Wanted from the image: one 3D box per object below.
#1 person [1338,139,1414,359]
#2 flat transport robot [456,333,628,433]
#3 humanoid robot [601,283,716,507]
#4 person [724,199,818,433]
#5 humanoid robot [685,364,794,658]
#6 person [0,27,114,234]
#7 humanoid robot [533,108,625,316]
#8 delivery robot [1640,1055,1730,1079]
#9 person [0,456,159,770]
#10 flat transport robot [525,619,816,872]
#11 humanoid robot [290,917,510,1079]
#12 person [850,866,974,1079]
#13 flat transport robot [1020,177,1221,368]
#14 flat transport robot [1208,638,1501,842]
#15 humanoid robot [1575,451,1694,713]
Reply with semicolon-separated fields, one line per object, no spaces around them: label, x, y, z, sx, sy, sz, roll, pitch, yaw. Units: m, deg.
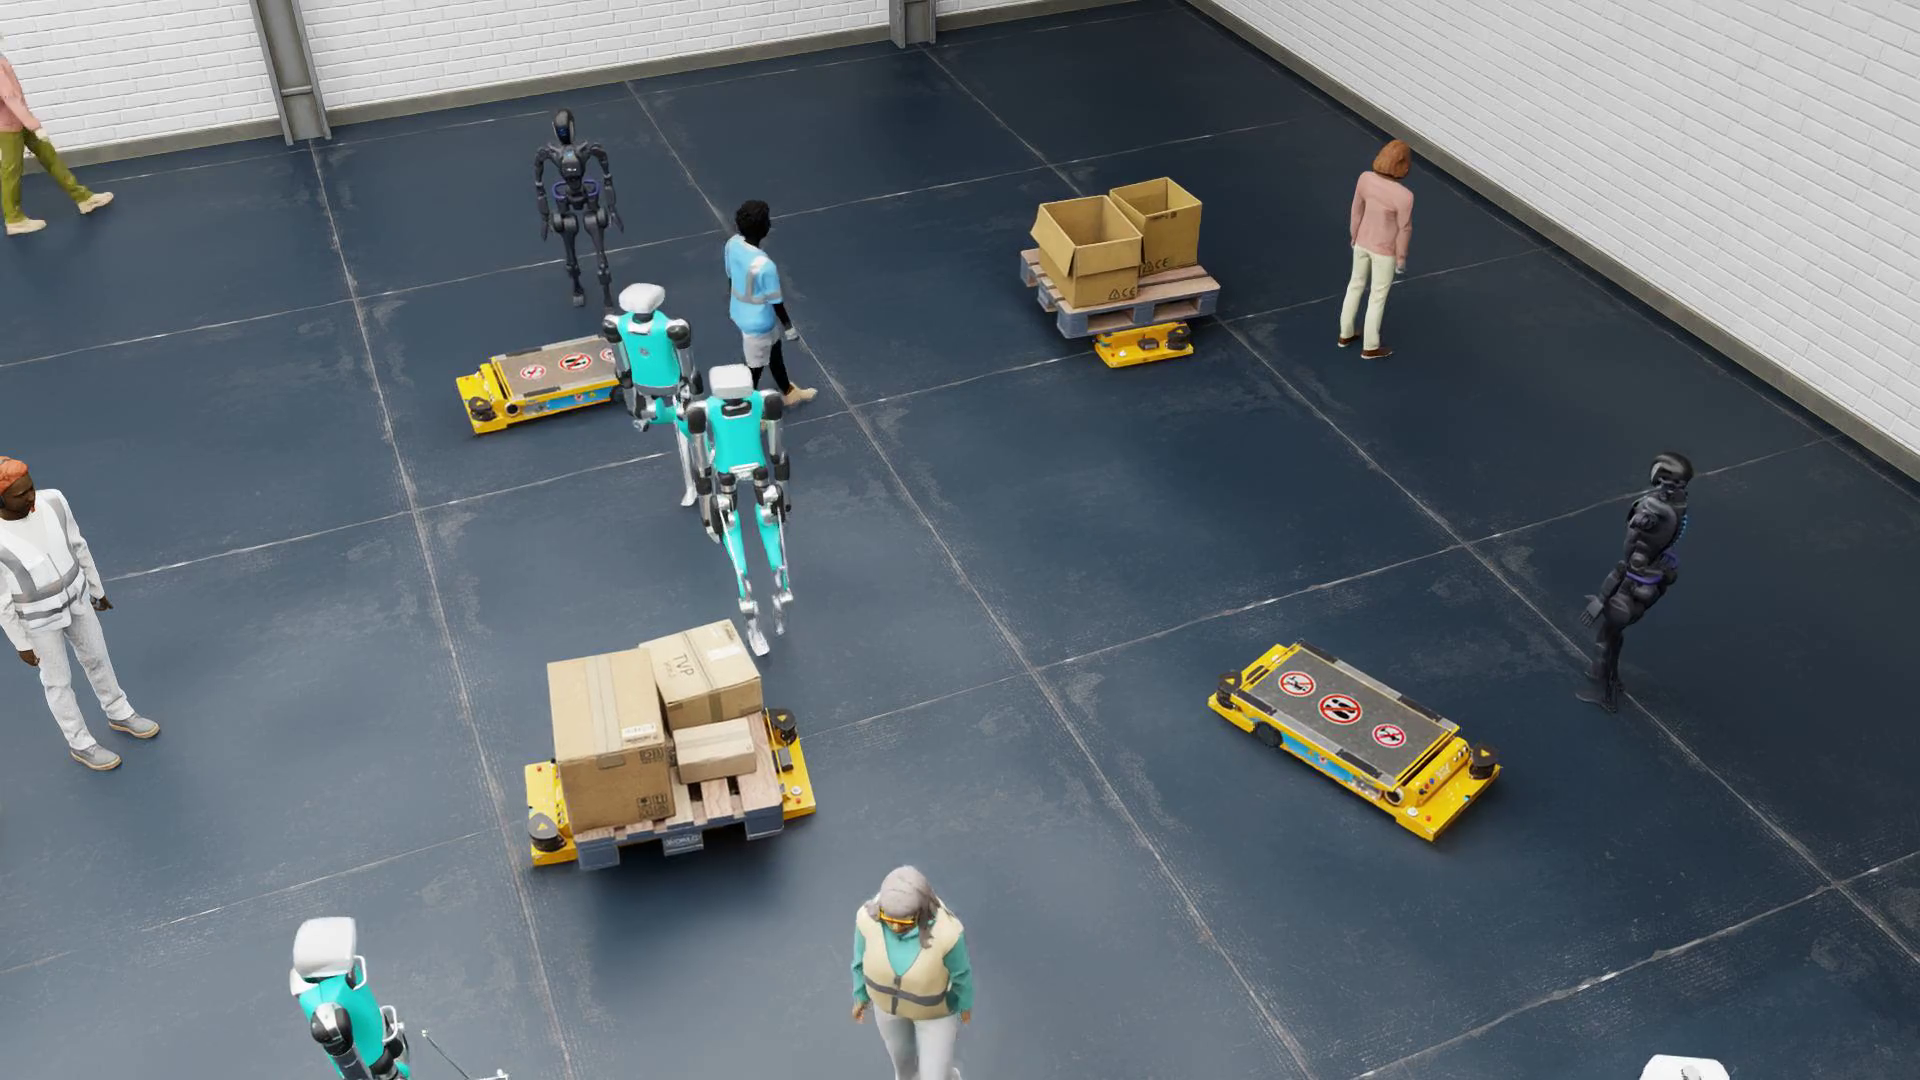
person;2.977;-2.071;11.847;0.264;1.631;0.506;-24;44;-28
flat transport robot;-2.784;-1.143;11.761;1.431;0.231;0.659;-15;40;-19
humanoid robot;-1.747;-0.869;10.242;0.550;1.812;0.810;7;38;9
person;-1.239;-1.492;11.060;0.745;1.672;0.539;-17;41;-21
humanoid robot;-1.142;-0.072;9.158;0.535;1.770;0.723;-12;39;-15
person;-7.529;-3.380;13.420;0.930;1.797;0.539;-15;40;-19
humanoid robot;-2.818;-2.459;12.329;0.612;1.636;0.472;-9;38;-11
delivery robot;3.004;2.494;6.798;0.499;0.601;0.805;4;38;5
person;-4.599;0.366;8.479;0.361;1.880;0.573;14;40;18
flat transport robot;-1.512;1.264;8.629;1.431;0.231;0.659;-9;38;-11
humanoid robot;-2.043;2.046;6.428;1.034;1.754;0.550;-13;39;-16
person;-0.189;1.863;6.680;0.473;1.696;0.435;12;39;15
flat transport robot;1.167;-1.763;12.568;0.659;0.231;1.431;-11;39;-14
flat transport robot;2.105;1.024;8.941;1.431;0.231;0.659;31;47;34
humanoid robot;3.568;0.236;8.816;0.591;1.659;0.326;-29;46;-32
